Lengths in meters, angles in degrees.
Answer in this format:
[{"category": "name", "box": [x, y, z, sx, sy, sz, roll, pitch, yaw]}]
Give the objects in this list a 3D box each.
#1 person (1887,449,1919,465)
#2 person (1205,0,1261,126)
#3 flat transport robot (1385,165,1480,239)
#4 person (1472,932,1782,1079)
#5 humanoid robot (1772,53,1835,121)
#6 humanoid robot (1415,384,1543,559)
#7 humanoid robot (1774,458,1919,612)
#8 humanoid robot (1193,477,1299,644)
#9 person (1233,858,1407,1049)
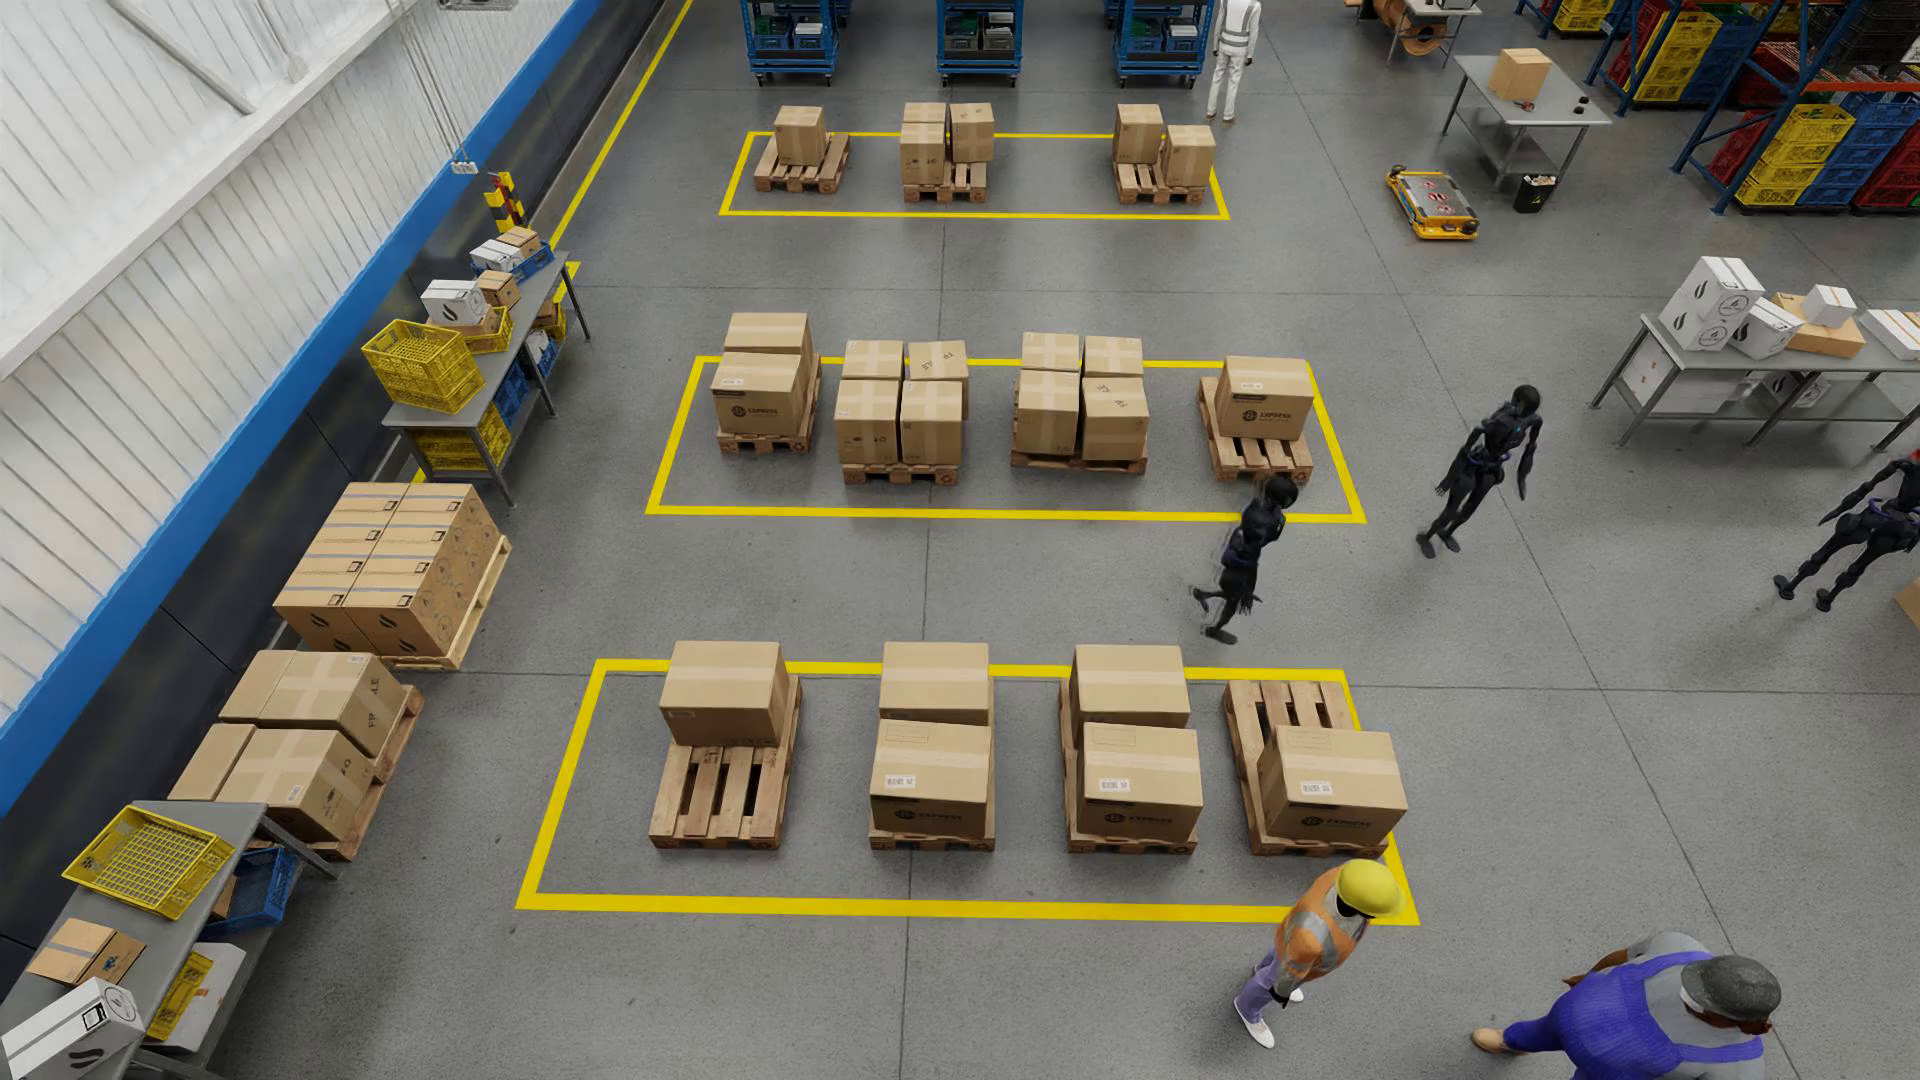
[{"category": "person", "box": [8.785, -1.234, 7.477, 0.790, 1.972, 0.626, 3, 49, 3]}, {"category": "person", "box": [3.590, -6.442, 12.040, 0.573, 1.887, 0.355, 31, 56, 24]}, {"category": "flat transport robot", "box": [5.692, -4.094, 11.059, 0.652, 0.197, 1.431, 1, 49, 1]}, {"category": "person", "box": [3.074, 2.361, 4.319, 0.536, 2.000, 0.676, -2, 49, -1]}, {"category": "humanoid robot", "box": [10.294, -5.422, 11.295, 0.605, 1.651, 0.353, -35, 58, -26]}, {"category": "humanoid robot", "box": [4.021, -0.480, 7.015, 0.590, 1.654, 0.433, -8, 50, -7]}, {"category": "humanoid robot", "box": [6.744, -0.119, 6.702, 0.572, 1.652, 0.313, 21, 52, 17]}, {"category": "humanoid robot", "box": [2.021, 0.156, 6.465, 0.488, 1.636, 0.622, 22, 53, 18]}, {"category": "person", "box": [1.777, 2.066, 4.646, 0.349, 1.929, 0.593, 36, 58, 27]}]
